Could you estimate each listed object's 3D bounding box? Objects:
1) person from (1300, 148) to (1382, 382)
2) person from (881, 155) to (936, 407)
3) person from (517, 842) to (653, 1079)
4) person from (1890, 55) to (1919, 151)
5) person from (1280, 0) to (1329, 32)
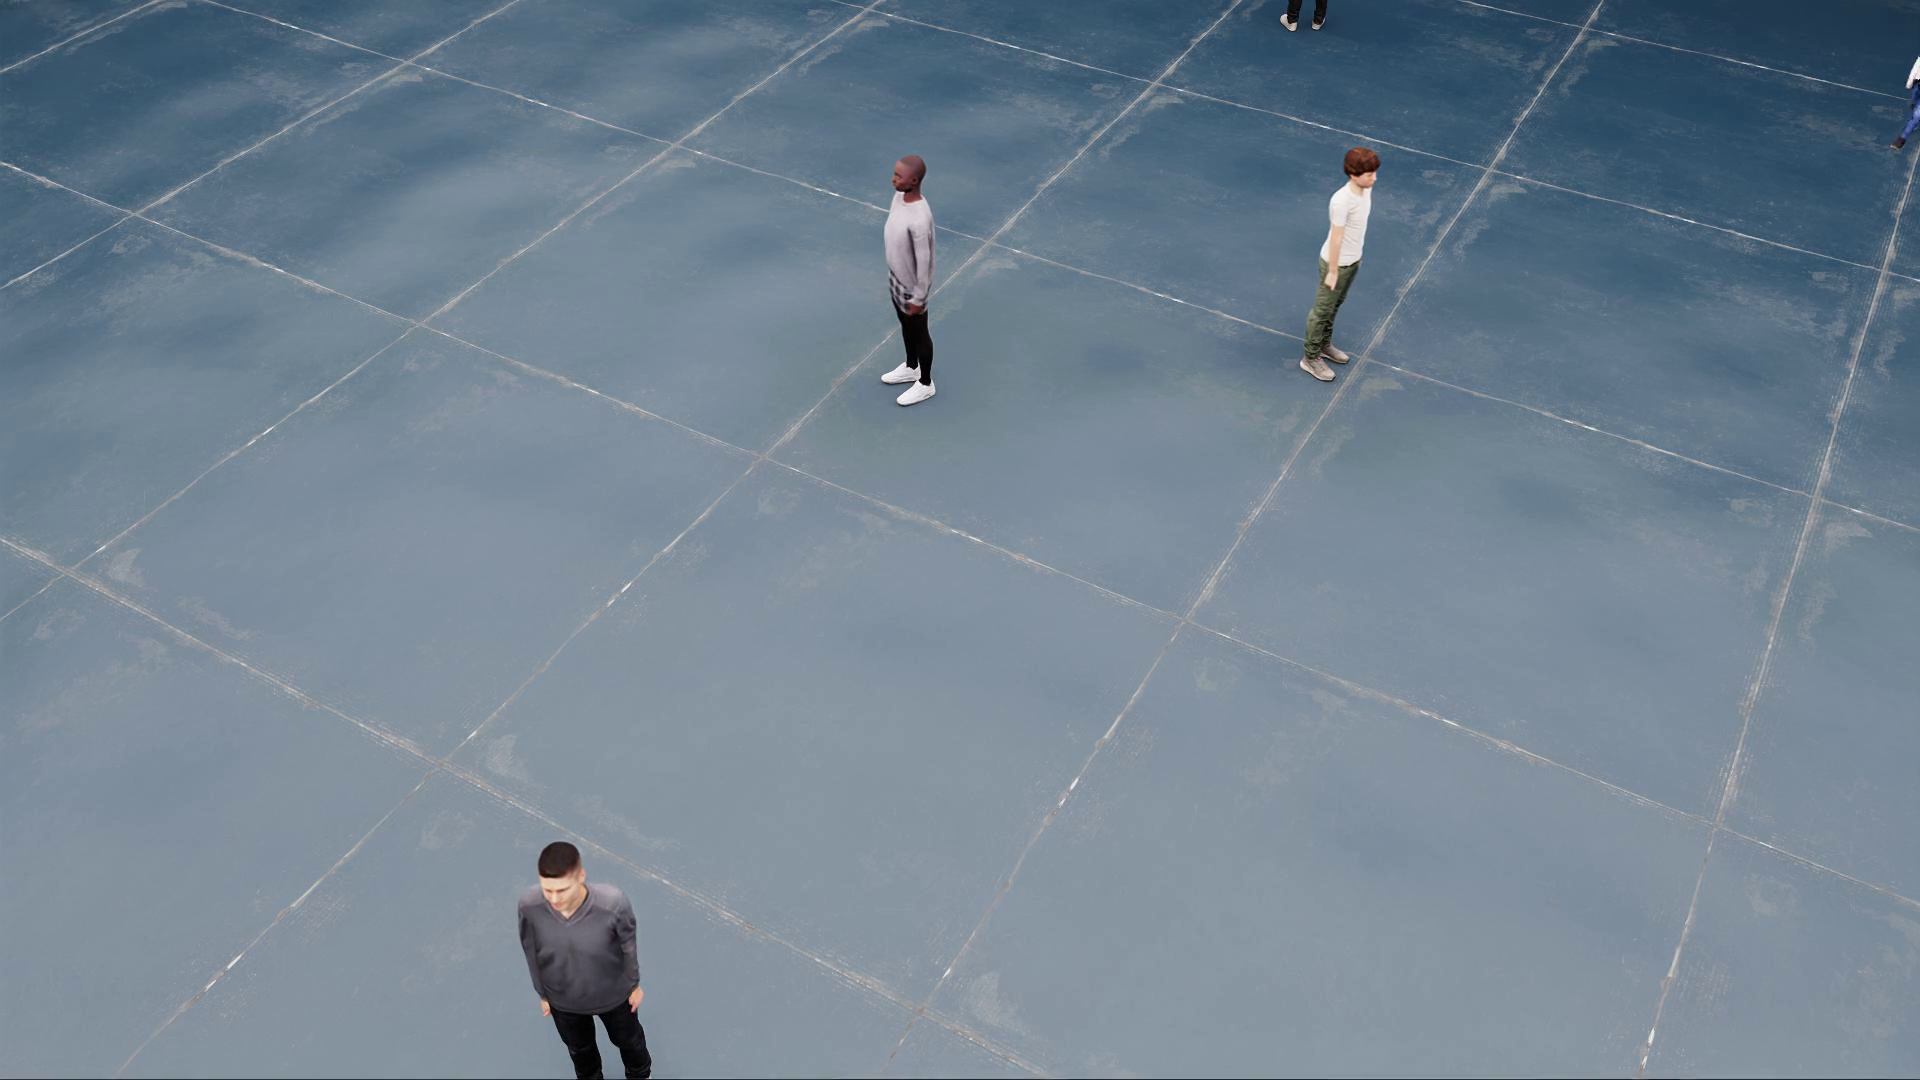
[{"bbox_3d":[2.524,-1.857,11.041,0.649,1.654,0.508,28,49,27],"label":"person"},{"bbox_3d":[-0.310,-1.691,10.771,0.730,1.772,0.702,-16,45,-17],"label":"person"},{"bbox_3d":[-1.534,1.840,6.890,0.703,1.761,0.728,-4,42,-4],"label":"person"},{"bbox_3d":[7.926,-3.763,13.560,0.855,1.089,0.623,-28,49,-28],"label":"person"},{"bbox_3d":[3.192,-5.448,14.918,0.725,1.757,0.733,-1,42,-1],"label":"person"}]
